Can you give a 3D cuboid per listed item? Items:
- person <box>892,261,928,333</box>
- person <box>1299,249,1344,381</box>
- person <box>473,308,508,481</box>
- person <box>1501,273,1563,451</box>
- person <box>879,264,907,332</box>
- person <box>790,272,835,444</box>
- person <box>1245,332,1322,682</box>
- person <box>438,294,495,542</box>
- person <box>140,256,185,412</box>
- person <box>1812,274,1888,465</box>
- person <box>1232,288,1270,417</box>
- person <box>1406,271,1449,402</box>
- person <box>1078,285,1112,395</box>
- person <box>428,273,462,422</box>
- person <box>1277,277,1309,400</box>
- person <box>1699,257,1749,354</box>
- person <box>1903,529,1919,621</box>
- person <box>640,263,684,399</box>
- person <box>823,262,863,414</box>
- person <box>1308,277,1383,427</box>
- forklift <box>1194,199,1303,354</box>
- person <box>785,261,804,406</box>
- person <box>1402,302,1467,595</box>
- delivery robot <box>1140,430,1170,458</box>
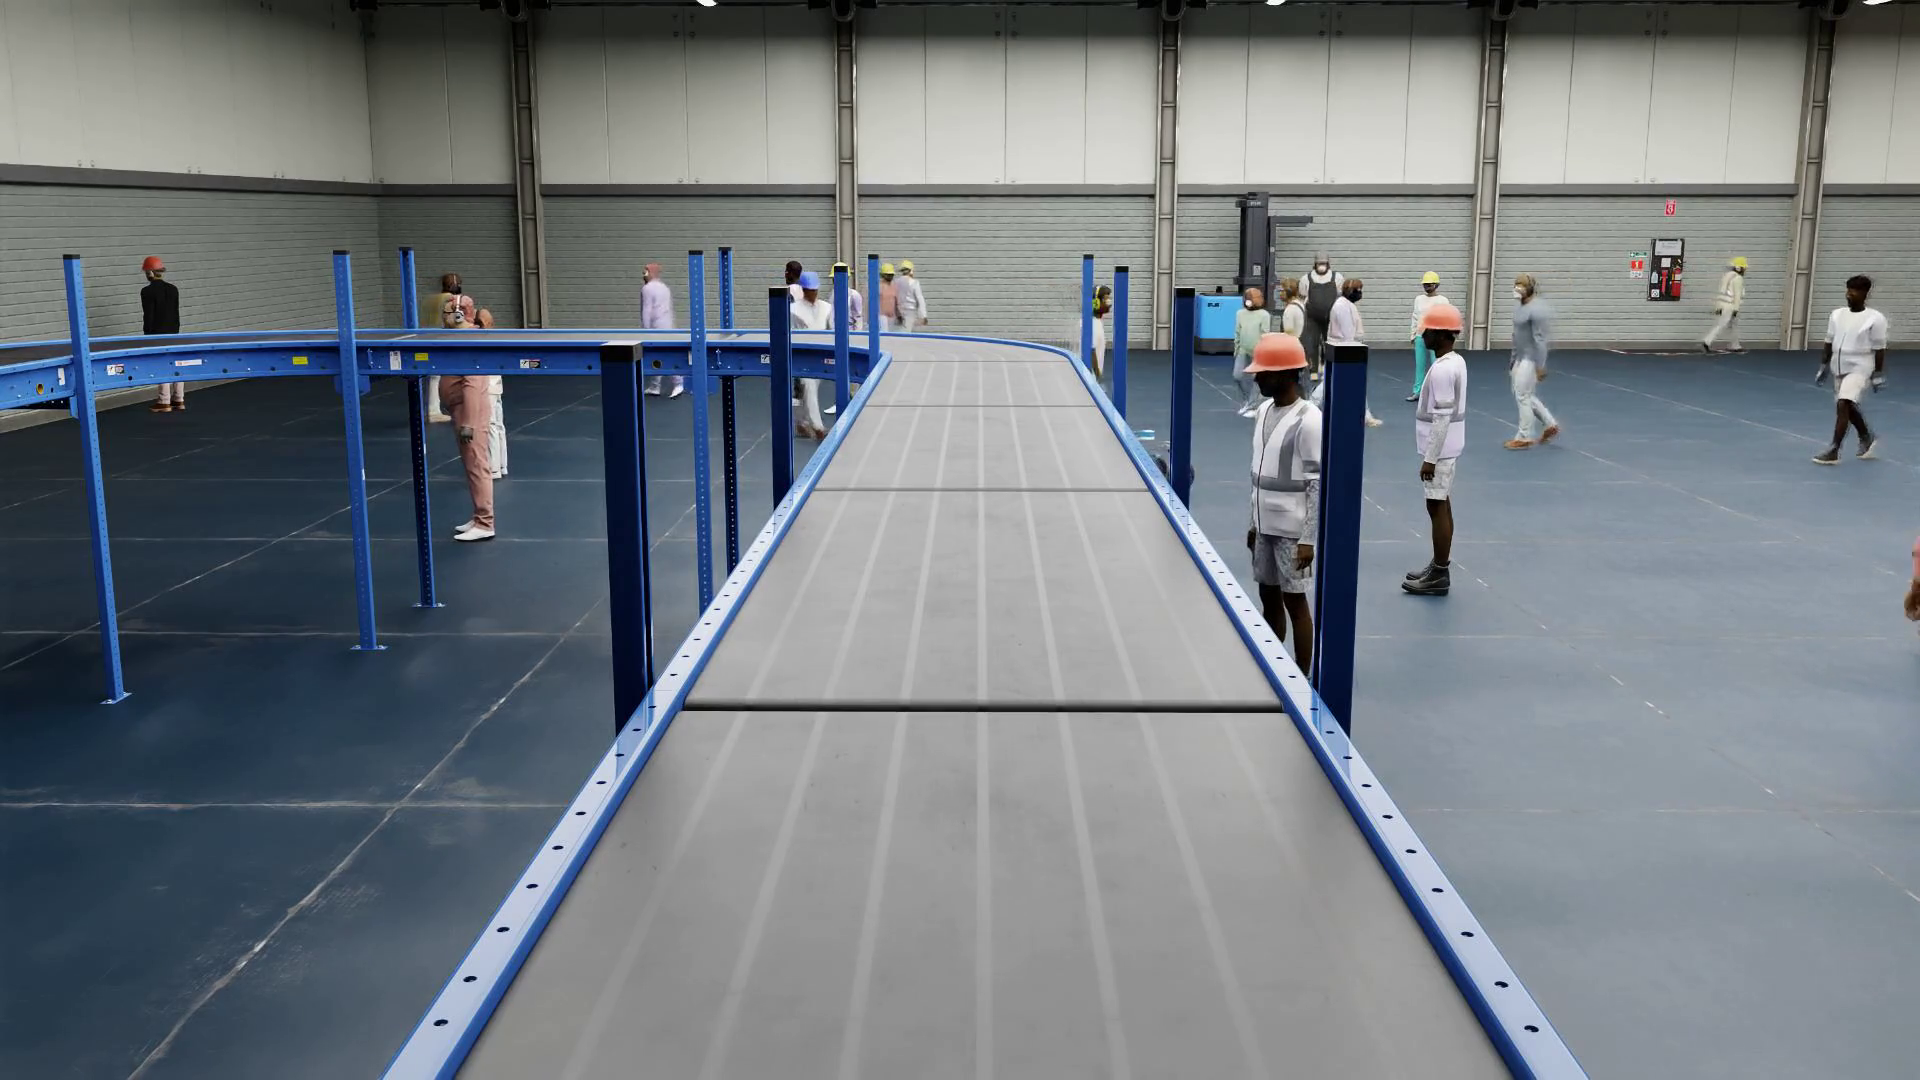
[{"bbox_3d":[-0.868,-3.764,27.800,0.663,1.769,0.907,10,15,42],"label":"person"},{"bbox_3d":[5.575,-3.482,25.729,0.688,2.000,0.798,1,11,6],"label":"person"},{"bbox_3d":[-4.522,-1.387,15.889,0.311,1.639,0.521,0,11,2],"label":"person"},{"bbox_3d":[6.233,-1.926,17.969,0.636,1.907,0.653,0,11,-1],"label":"person"},{"bbox_3d":[-1.181,-3.672,27.415,0.908,1.724,0.536,11,15,44],"label":"person"},{"bbox_3d":[-1.662,-2.057,18.697,0.619,1.895,1.020,-9,14,-38],"label":"person"},{"bbox_3d":[1.606,-0.076,8.386,0.374,1.934,0.549,-4,12,-21],"label":"person"},{"bbox_3d":[-3.851,-0.953,12.973,0.399,1.907,0.644,-2,11,-12],"label":"person"},{"bbox_3d":[-10.362,-2.673,21.575,0.375,1.997,0.608,3,11,15],"label":"person"},{"bbox_3d":[9.200,-1.761,17.087,0.959,1.931,0.604,-4,12,-22],"label":"person"},{"bbox_3d":[3.632,-2.346,20.846,0.522,1.617,0.352,9,14,39],"label":"person"},{"bbox_3d":[6.355,-2.753,22.581,0.522,1.769,0.318,10,15,43],"label":"person"},{"bbox_3d":[1.395,-1.565,16.303,0.884,1.830,0.543,2,11,13],"label":"person"},{"bbox_3d":[-6.195,-2.358,20.454,0.847,1.805,0.686,-9,14,-38],"label":"person"},{"bbox_3d":[3.713,-2.106,19.140,0.832,1.809,0.543,5,12,26],"label":"person"},{"bbox_3d":[14.028,-4.291,30.459,0.879,1.788,0.633,2,11,9],"label":"person"},{"bbox_3d":[4.239,0.192,6.883,0.439,1.976,0.638,-4,12,-18],"label":"person"},{"bbox_3d":[-4.150,-2.931,23.286,0.807,1.867,0.678,3,11,13],"label":"person"},{"bbox_3d":[-1.485,-2.542,21.077,0.584,1.928,0.373,11,15,43],"label":"person"},{"bbox_3d":[4.554,-2.246,19.926,0.965,1.794,0.610,5,12,24],"label":"person"},{"bbox_3d":[5.313,-4.851,30.603,1.873,2.768,1.129,0,11,1],"label":"forklift"},{"bbox_3d":[-2.170,-2.767,22.261,0.392,1.920,0.587,4,12,19],"label":"person"},{"bbox_3d":[3.190,-0.614,11.141,0.349,1.942,0.545,4,12,22],"label":"person"},{"bbox_3d":[1.742,-0.897,15.364,0.698,0.223,0.335,-6,13,-30],"label":"delivery robot"}]
